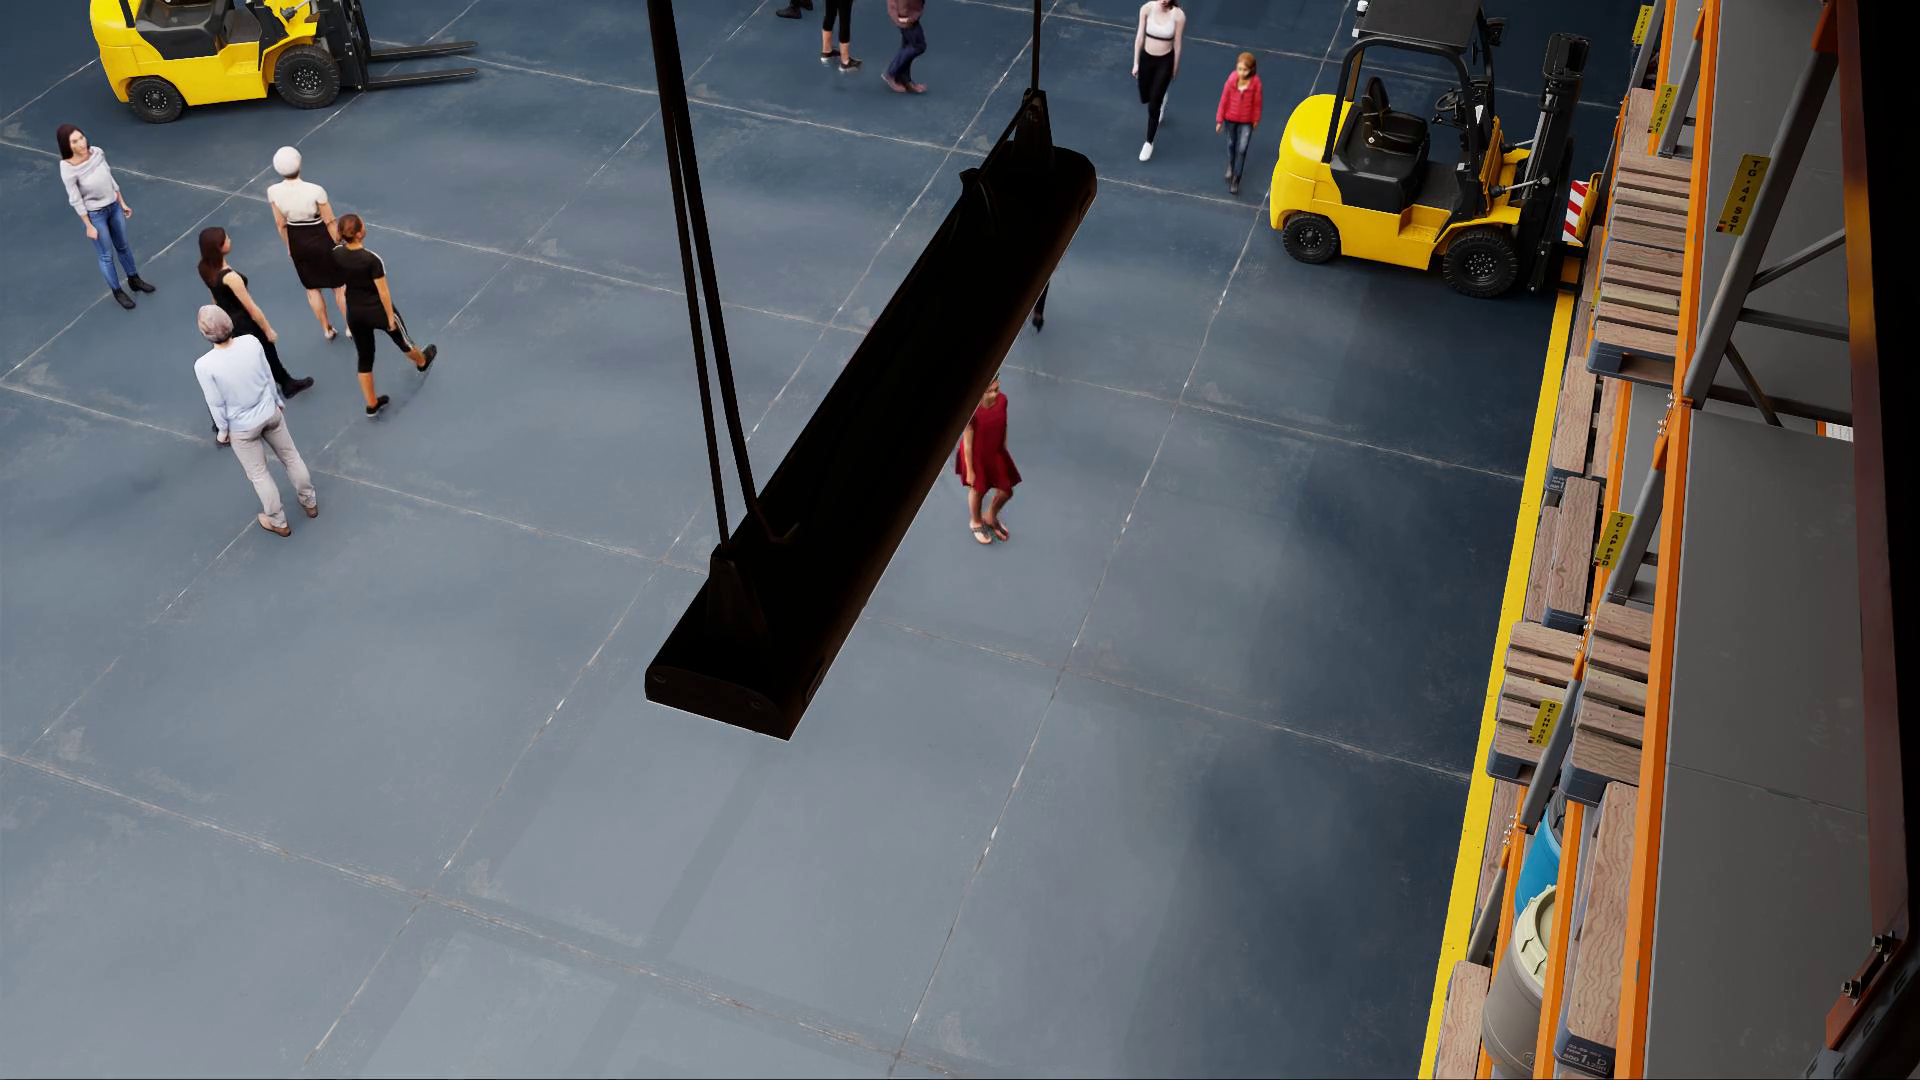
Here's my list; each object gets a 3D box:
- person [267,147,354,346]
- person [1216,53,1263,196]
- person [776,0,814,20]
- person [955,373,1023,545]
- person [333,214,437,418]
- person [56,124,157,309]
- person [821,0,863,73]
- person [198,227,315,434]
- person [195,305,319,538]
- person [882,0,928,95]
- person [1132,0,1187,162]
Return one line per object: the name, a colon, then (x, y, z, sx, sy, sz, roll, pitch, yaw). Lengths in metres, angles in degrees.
person: (-5.099, -2.302, 13.132, 0.686, 1.755, 0.646, 0, 44, 0)
person: (2.545, -3.839, 15.081, 0.541, 1.292, 0.815, 12, 45, 13)
person: (-1.757, -6.370, 17.325, 0.766, 1.863, 0.570, 23, 48, 23)
person: (0.136, -0.634, 11.538, 0.707, 1.539, 0.765, -25, 49, -24)
person: (-4.496, -1.674, 12.569, 0.652, 1.622, 1.089, 10, 45, 10)
person: (-7.033, -2.667, 13.604, 0.655, 1.633, 0.436, 14, 45, 15)
person: (-1.235, -5.506, 16.516, 0.682, 1.727, 0.687, 34, 53, 31)
person: (-5.432, -1.515, 12.385, 0.843, 1.648, 1.214, 30, 51, 27)
person: (-4.880, -0.836, 11.493, 0.800, 1.894, 0.652, 31, 52, 29)
person: (-0.606, -5.180, 16.101, 0.906, 1.827, 0.738, 5, 44, 6)
person: (1.839, -4.417, 15.376, 0.616, 1.723, 0.987, 15, 46, 15)
